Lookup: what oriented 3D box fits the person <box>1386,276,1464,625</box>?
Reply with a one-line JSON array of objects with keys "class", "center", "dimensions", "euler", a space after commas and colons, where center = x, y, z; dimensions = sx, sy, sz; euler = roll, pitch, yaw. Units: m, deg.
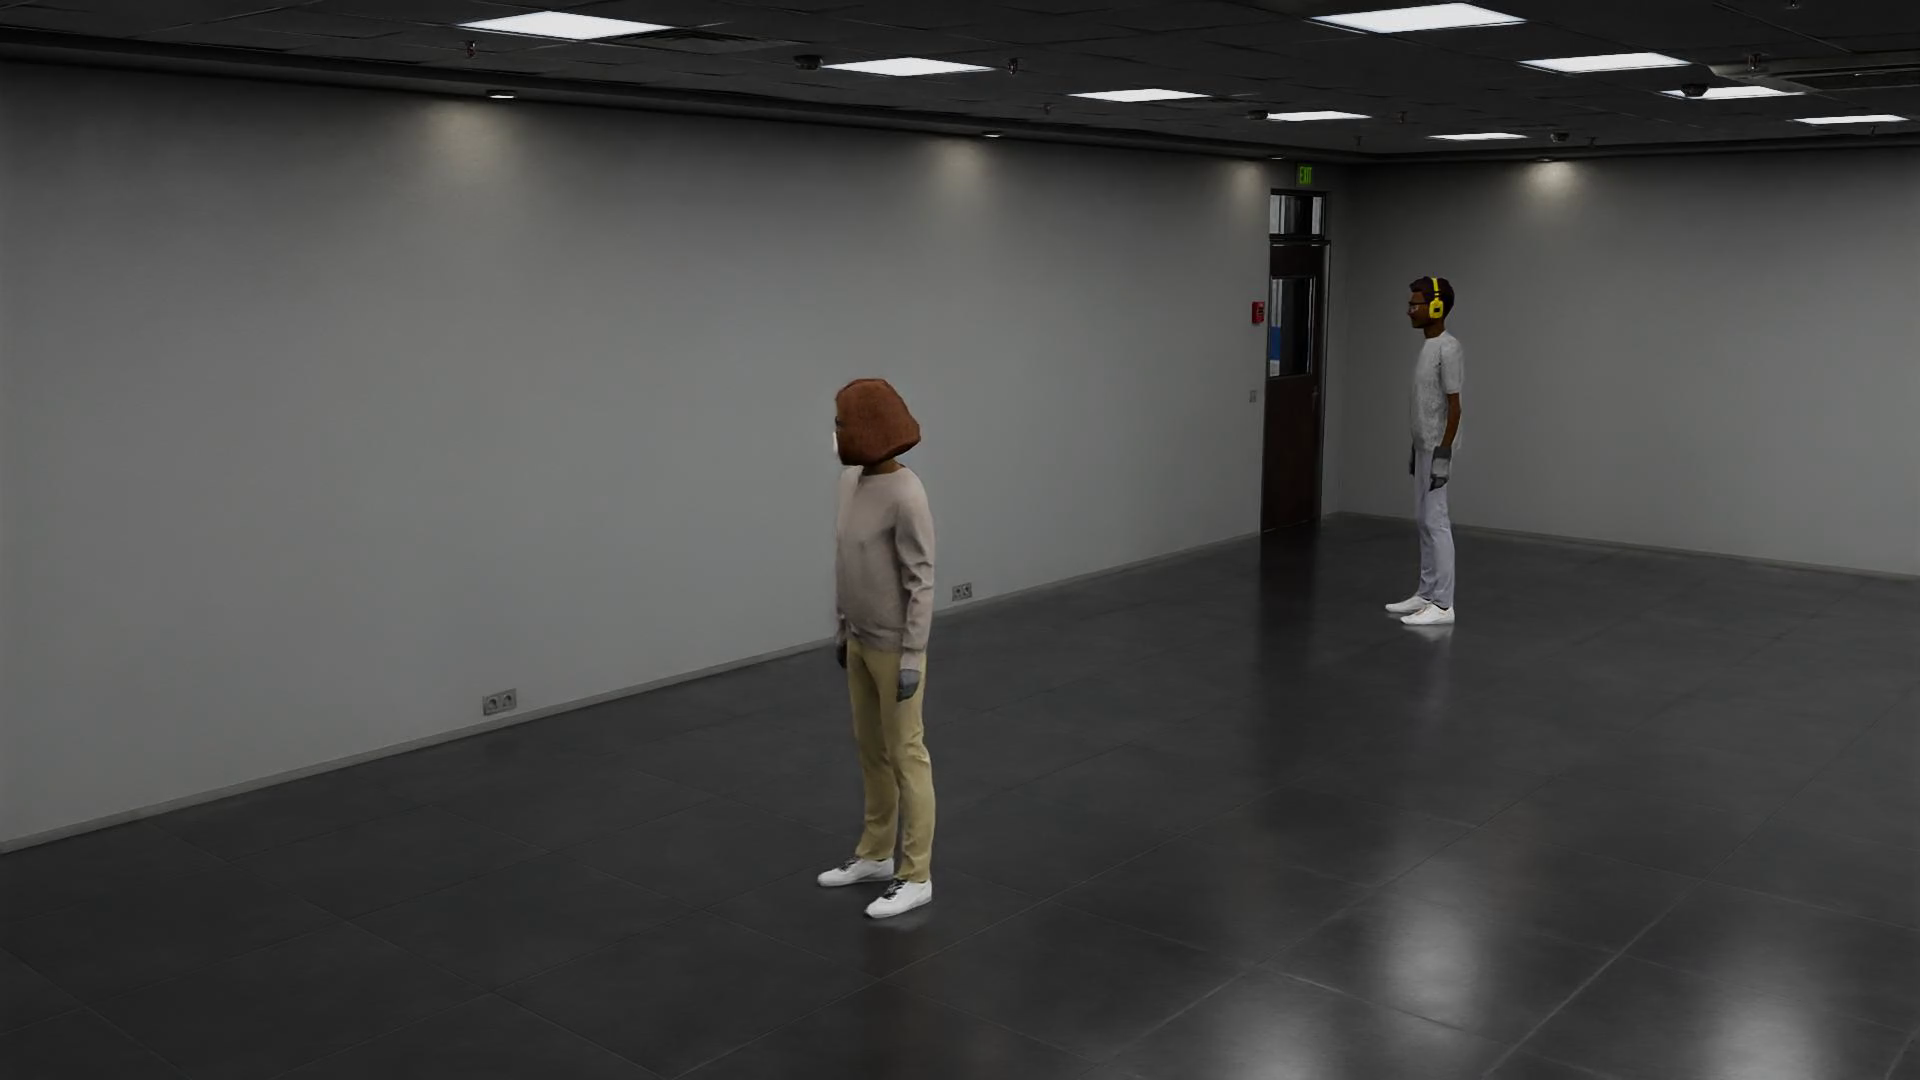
[{"class": "person", "center": [2.529, -0.473, 8.946], "dimensions": [0.310, 1.868, 0.532], "euler": [0, 10, 1]}]

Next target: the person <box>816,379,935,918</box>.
[{"class": "person", "center": [-0.247, 0.325, 5.061], "dimensions": [0.287, 1.631, 0.501], "euler": [-6, 11, -29]}]
